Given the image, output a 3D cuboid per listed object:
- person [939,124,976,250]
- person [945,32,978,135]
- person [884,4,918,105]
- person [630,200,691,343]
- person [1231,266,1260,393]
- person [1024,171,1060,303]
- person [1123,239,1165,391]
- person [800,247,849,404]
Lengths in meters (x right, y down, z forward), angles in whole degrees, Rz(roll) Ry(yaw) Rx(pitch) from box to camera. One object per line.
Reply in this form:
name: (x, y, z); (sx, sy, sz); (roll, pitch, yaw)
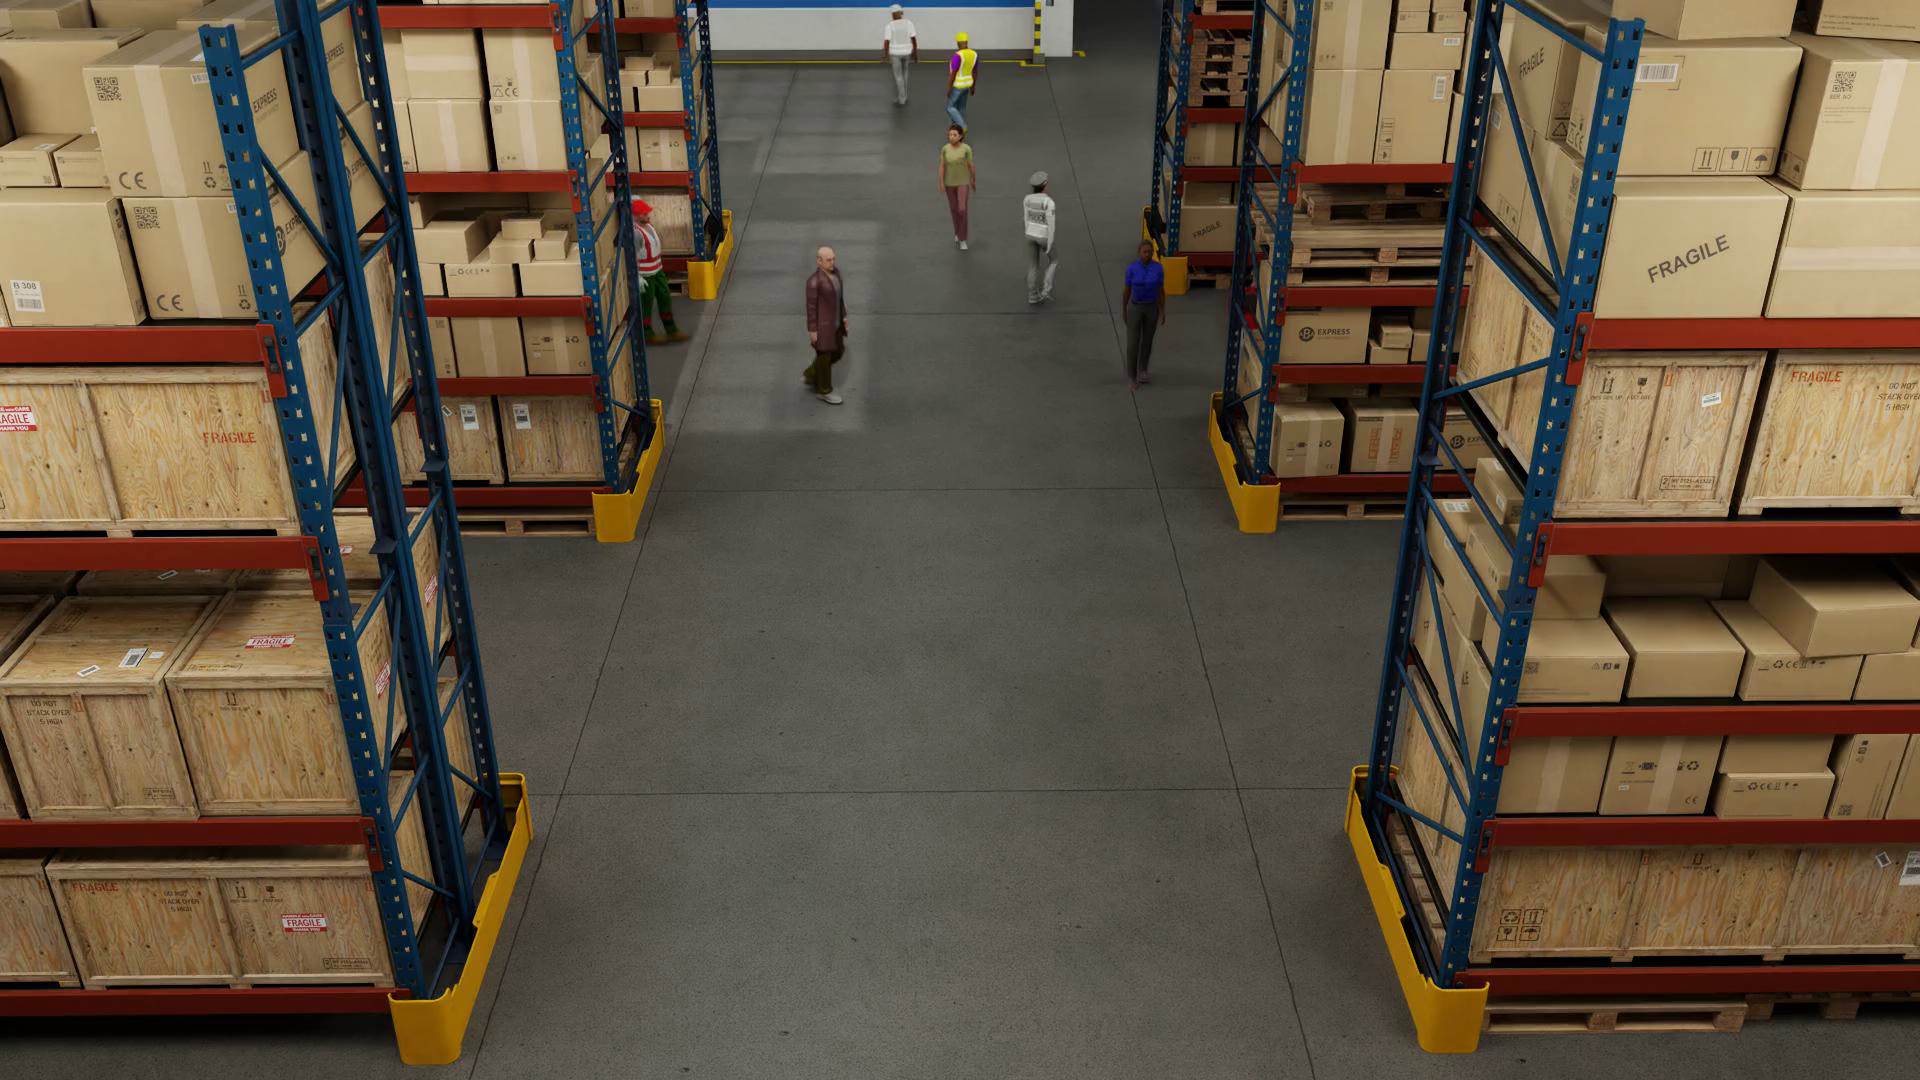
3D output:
person: (-0.061, -4.934, 23.150); (0.487, 1.664, 0.625); (7, 29, 12)
person: (-0.017, -7.708, 28.210); (0.649, 1.766, 0.607); (24, 36, 37)
person: (-1.153, -8.939, 30.491); (0.598, 1.755, 0.714); (-14, 31, -24)
person: (-3.599, -3.174, 19.776); (0.573, 1.784, 0.564); (7, 29, 14)
person: (3.234, -2.147, 17.962); (0.926, 1.702, 0.576); (-10, 30, -18)
person: (1.033, -3.852, 21.109); (0.477, 1.687, 0.437); (14, 31, 24)
person: (2.094, -2.539, 18.727); (0.459, 1.656, 0.546); (-3, 28, -6)
person: (-1.530, -2.385, 18.308); (0.559, 1.775, 0.590); (13, 31, 23)
